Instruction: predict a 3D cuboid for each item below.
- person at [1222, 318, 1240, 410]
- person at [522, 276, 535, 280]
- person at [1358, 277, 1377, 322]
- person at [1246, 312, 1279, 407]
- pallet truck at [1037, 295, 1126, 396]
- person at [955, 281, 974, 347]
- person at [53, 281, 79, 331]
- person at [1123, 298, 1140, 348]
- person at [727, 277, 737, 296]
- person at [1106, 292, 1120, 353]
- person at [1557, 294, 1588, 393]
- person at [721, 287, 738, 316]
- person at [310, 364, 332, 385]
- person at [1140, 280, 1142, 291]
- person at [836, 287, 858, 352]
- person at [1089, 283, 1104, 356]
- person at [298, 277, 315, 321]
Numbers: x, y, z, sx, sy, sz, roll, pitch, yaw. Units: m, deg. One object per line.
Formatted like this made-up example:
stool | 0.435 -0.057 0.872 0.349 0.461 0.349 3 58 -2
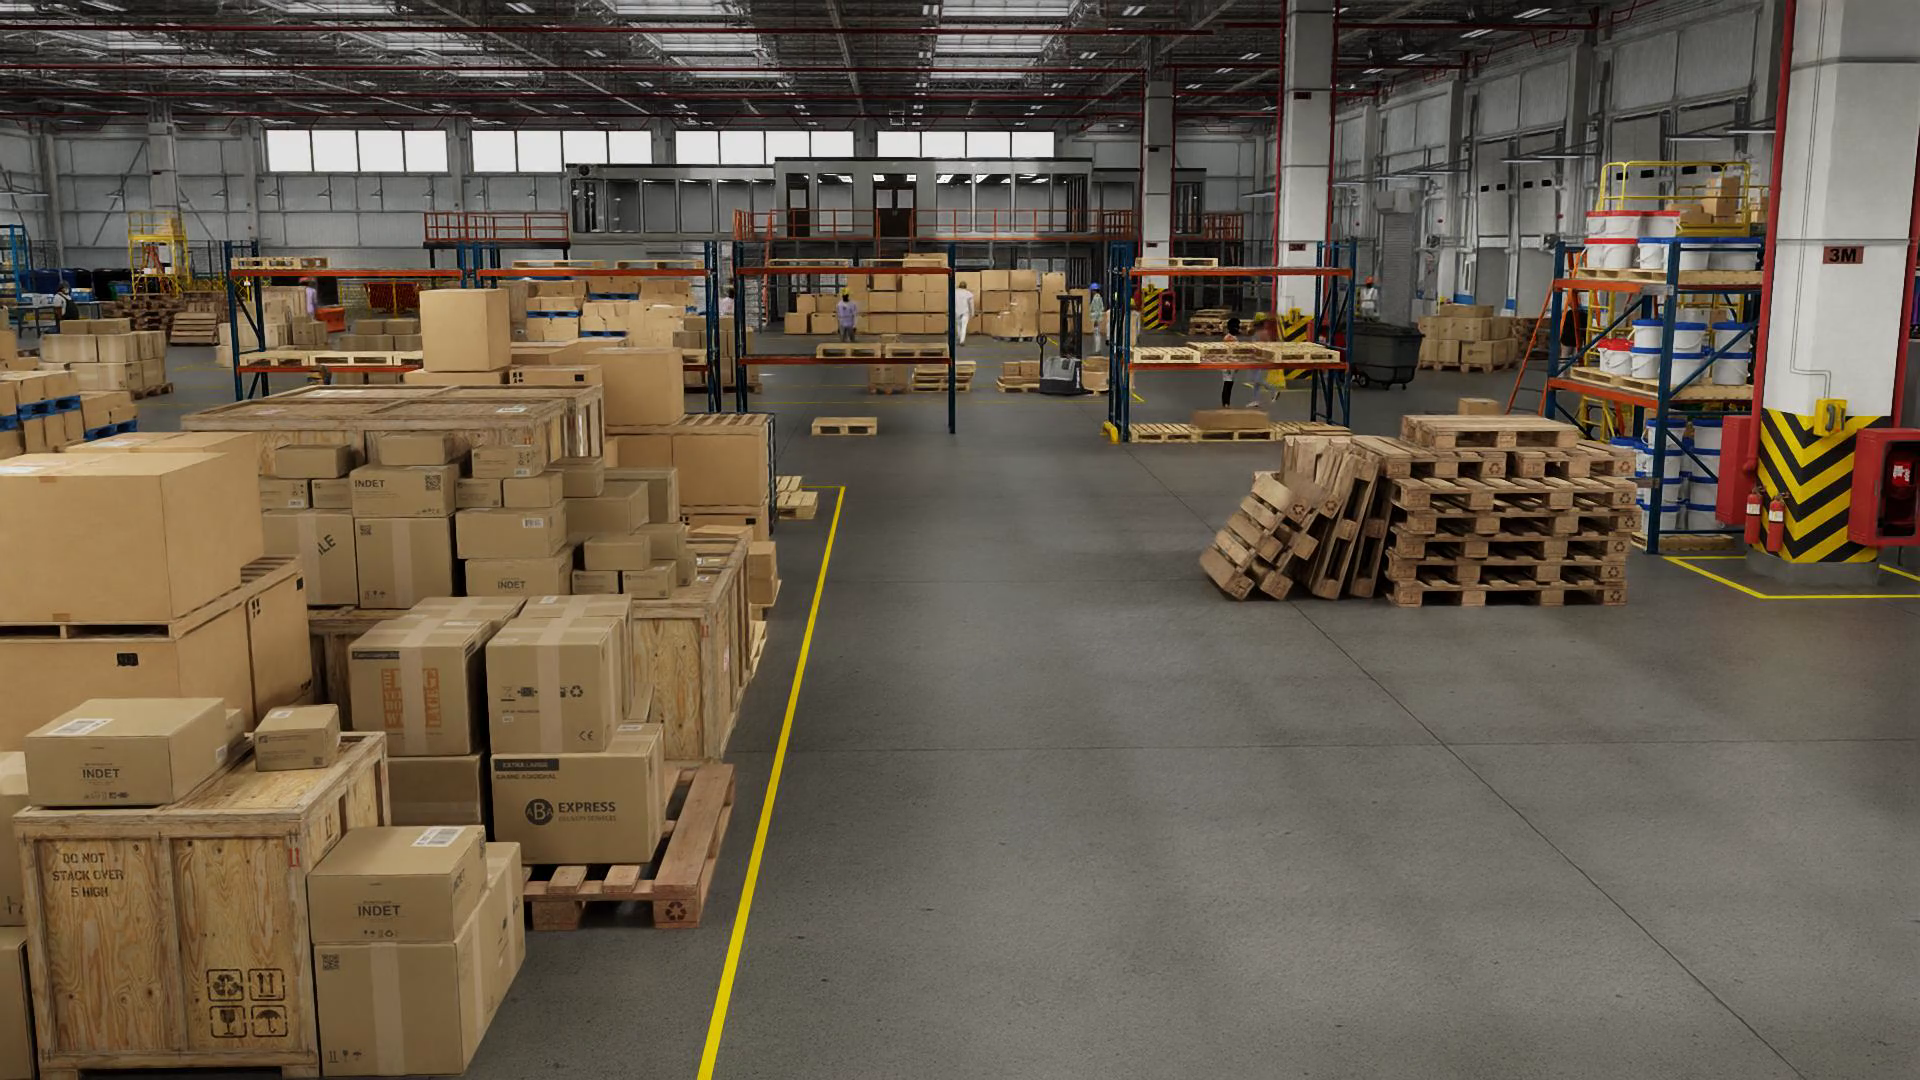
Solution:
person | 4.791 -3.074 29.412 0.319 1.694 0.532 4 11 21
person | -17.794 -10.193 68.562 0.598 1.873 0.645 1 10 8
person | 12.969 -7.416 52.952 0.553 1.919 0.403 6 12 32
person | 5.557 -3.310 30.569 0.505 1.753 0.530 -2 10 -10
pallet truck | 2.483 -3.881 33.060 1.885 1.965 0.823 -7 13 -36
person | 0.081 -6.548 48.234 0.649 1.894 1.025 1 10 6
person | -23.285 -5.761 43.414 0.535 2.000 0.684 0 10 -2
person | 4.010 -4.829 39.143 0.494 1.712 0.824 -3 10 -14
person | -7.853 -8.156 57.336 0.490 1.830 0.644 -3 11 -17
person | 3.442 -4.512 36.815 0.587 1.917 0.408 -8 13 -37
person | 12.304 -3.942 33.406 0.622 1.992 0.396 1 10 6
person | -6.231 -5.960 45.165 0.633 1.820 0.796 -9 13 -40
person | -6.242 -0.813 16.390 0.505 1.847 0.348 3 11 17
person | 7.231 -9.526 64.582 0.622 1.978 0.450 -8 13 -39
person | -2.847 -5.475 42.269 0.595 1.890 0.961 3 11 17
person | 3.615 -5.866 44.266 0.408 1.942 0.615 1 10 4
person | -19.275 -6.733 48.957 0.623 1.986 1.026 -10 14 -44
